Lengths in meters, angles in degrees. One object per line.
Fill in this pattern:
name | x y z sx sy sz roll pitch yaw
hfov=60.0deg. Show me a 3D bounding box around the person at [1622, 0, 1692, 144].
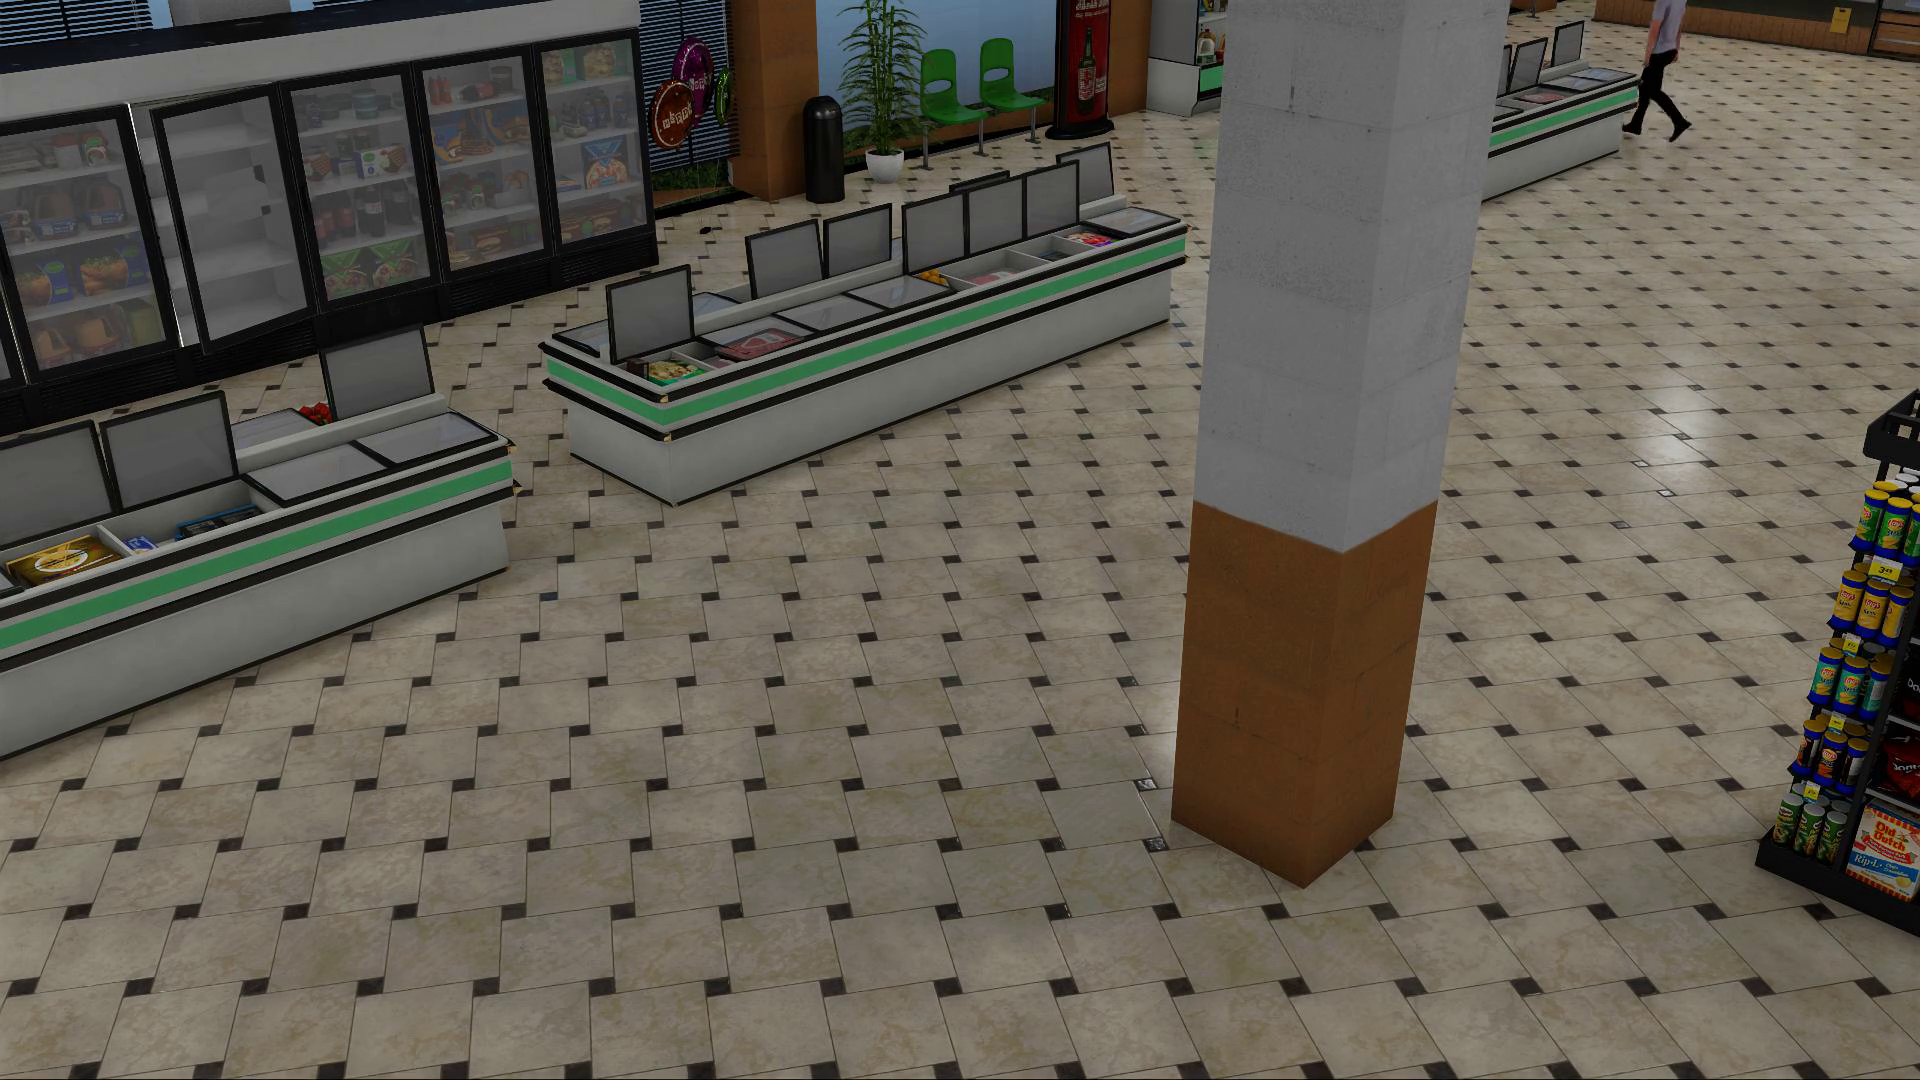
person | 7.680 -5.245 18.044 1.077 1.834 0.779 -22 34 -36
